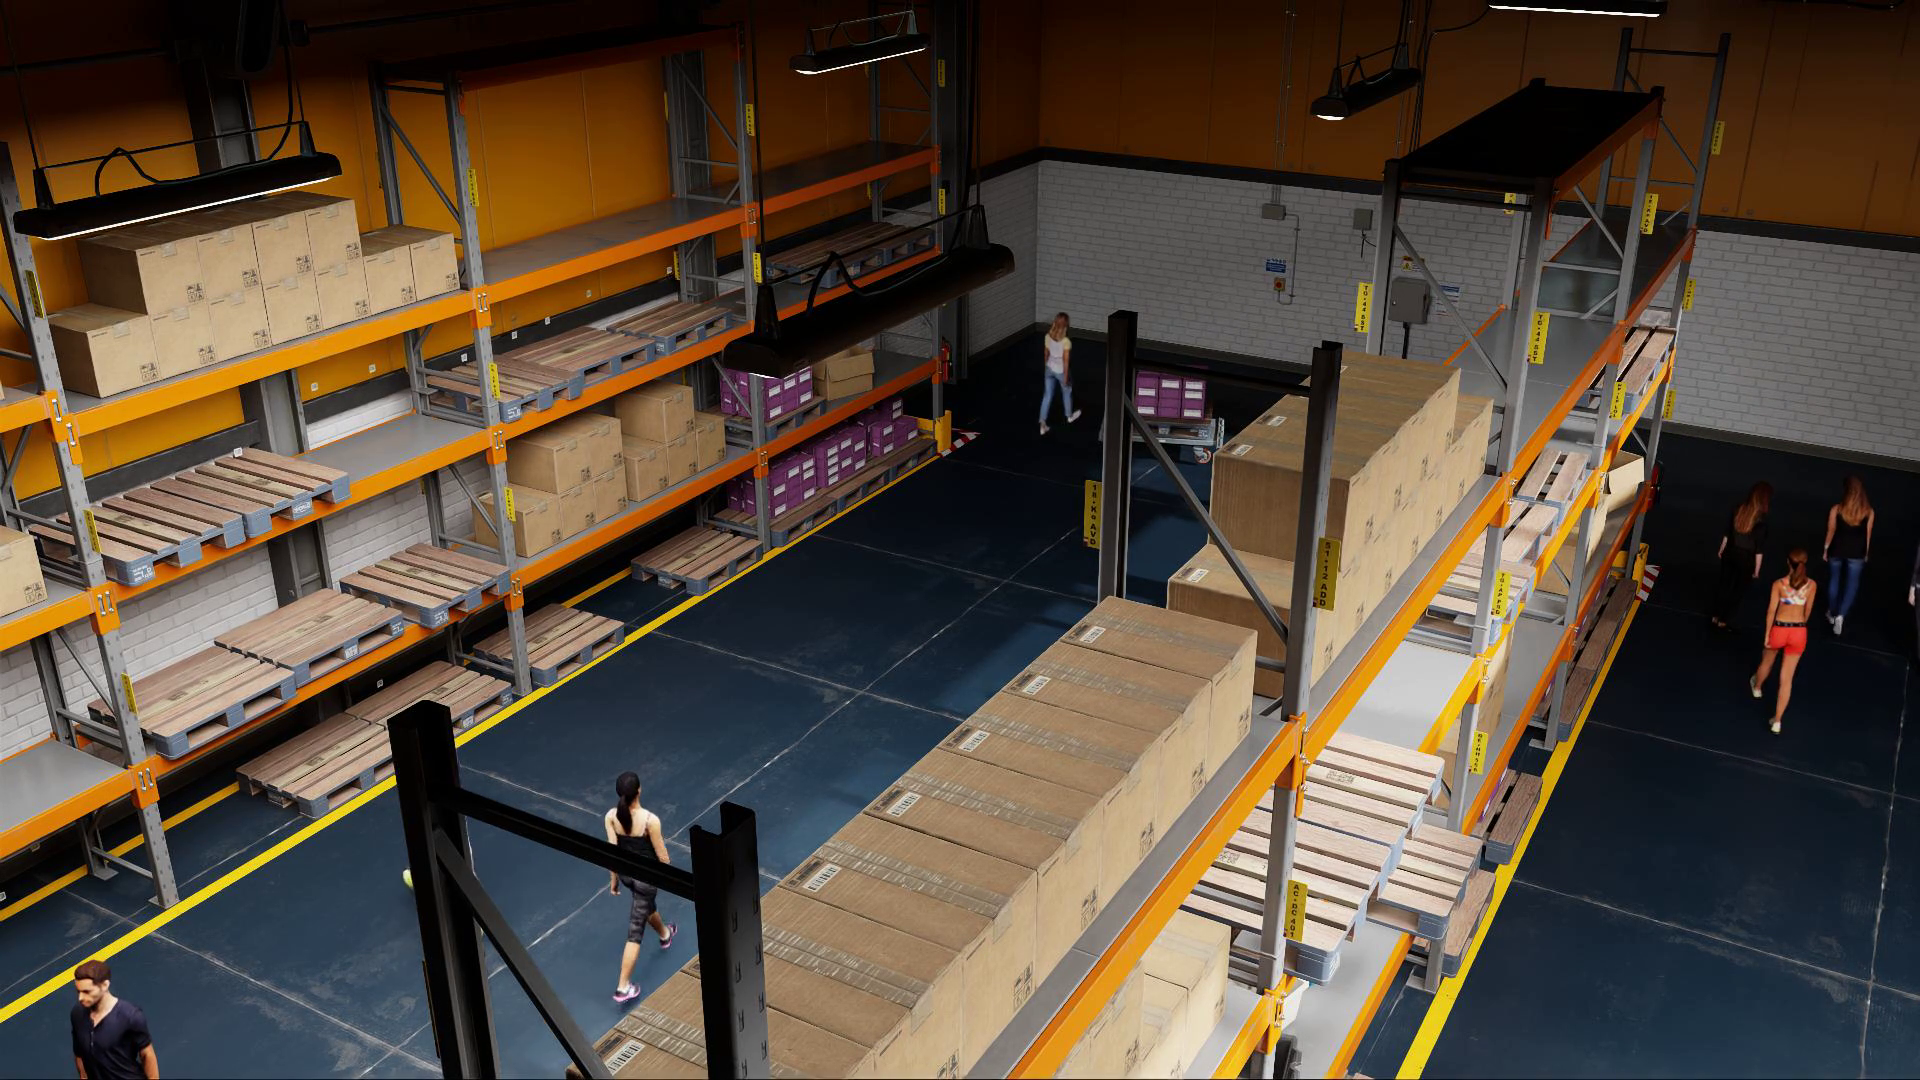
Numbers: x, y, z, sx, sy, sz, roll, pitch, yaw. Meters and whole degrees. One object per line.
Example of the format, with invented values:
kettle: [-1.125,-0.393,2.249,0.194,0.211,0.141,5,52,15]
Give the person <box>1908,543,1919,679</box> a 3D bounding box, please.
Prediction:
person: [9.637,0.511,16.548,0.793,1.746,0.943,3,24,6]

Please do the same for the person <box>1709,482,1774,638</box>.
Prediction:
person: [8.127,0.188,17.344,0.816,1.701,0.788,-10,26,-22]

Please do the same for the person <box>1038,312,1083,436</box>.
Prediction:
person: [1.291,-2.251,22.970,0.755,1.663,1.149,17,29,33]

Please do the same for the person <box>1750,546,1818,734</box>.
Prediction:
person: [7.733,0.966,15.526,0.786,1.731,1.224,6,24,13]

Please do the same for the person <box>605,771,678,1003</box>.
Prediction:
person: [-2.363,2.533,12.025,0.828,1.665,1.262,7,25,15]

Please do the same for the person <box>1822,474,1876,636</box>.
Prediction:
person: [9.259,0.188,17.367,0.606,1.683,0.957,15,28,30]

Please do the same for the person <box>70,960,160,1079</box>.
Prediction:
person: [-5.046,3.297,10.037,0.720,1.857,0.683,2,24,5]
